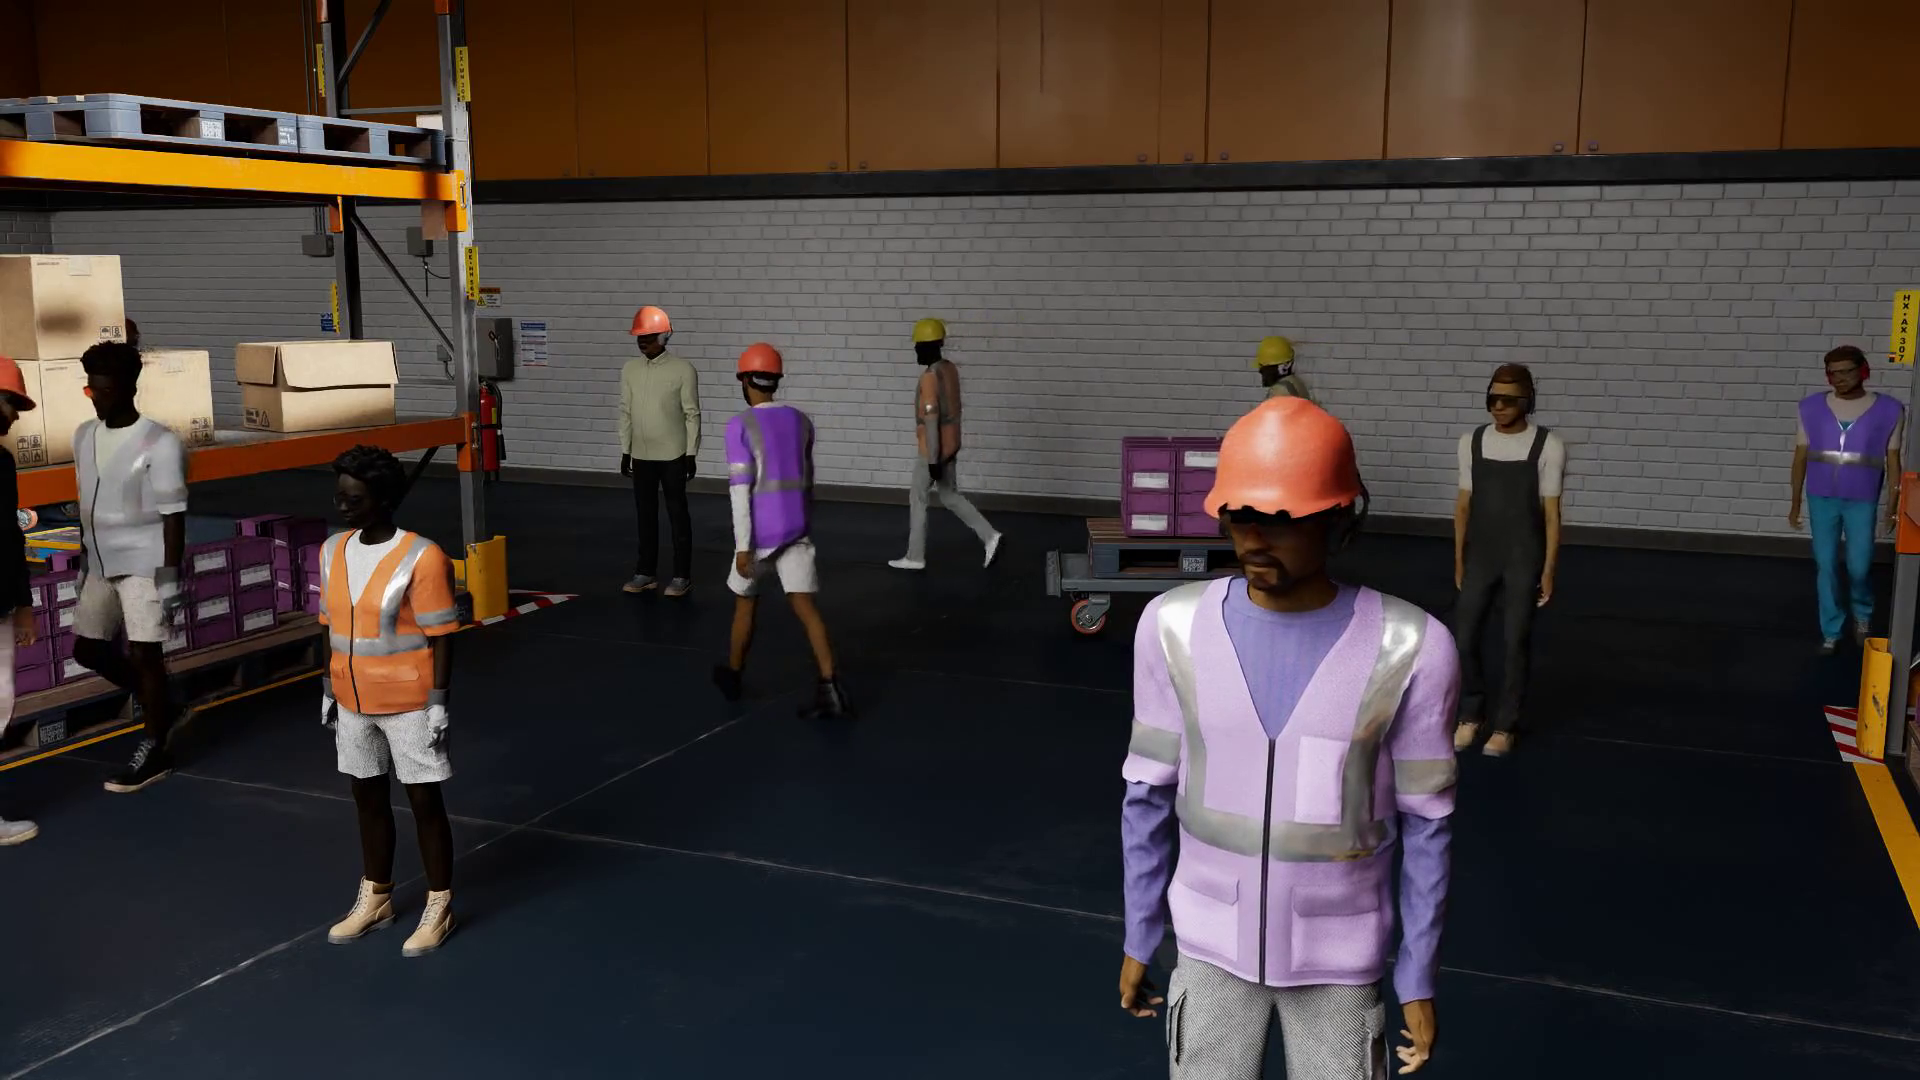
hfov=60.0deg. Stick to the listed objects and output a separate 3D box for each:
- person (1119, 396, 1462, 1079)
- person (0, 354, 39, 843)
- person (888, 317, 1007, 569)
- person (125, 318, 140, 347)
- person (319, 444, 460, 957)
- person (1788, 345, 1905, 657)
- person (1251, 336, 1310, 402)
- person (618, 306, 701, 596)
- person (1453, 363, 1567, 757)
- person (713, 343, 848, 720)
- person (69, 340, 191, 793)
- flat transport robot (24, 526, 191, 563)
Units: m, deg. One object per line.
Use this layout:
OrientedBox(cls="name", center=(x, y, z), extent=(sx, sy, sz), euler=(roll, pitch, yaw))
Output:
OrientedBox(cls="person", center=(0.584, 0.752, 3.085), extent=(0.614, 2.039, 0.391), euler=(4, 10, 22))
OrientedBox(cls="person", center=(-3.810, 0.270, 6.303), extent=(0.497, 1.943, 0.761), euler=(1, 9, 4))
OrientedBox(cls="person", center=(-0.108, -0.697, 12.308), extent=(0.833, 1.902, 0.604), euler=(4, 10, 21))
OrientedBox(cls="person", center=(-6.997, -0.960, 14.118), extent=(0.575, 1.846, 0.938), euler=(1, 9, 4))
OrientedBox(cls="person", center=(-1.893, 0.526, 5.487), extent=(0.540, 1.697, 0.317), euler=(4, 10, 22))
OrientedBox(cls="person", center=(5.133, -0.220, 9.665), extent=(0.572, 1.818, 0.444), euler=(7, 12, 36))
OrientedBox(cls="person", center=(2.125, -0.479, 11.267), extent=(0.581, 1.796, 0.651), euler=(5, 11, 27))
OrientedBox(cls="person", center=(-2.087, -0.606, 11.459), extent=(0.622, 1.990, 0.396), euler=(4, 10, 22))
OrientedBox(cls="person", center=(2.487, 0.111, 7.625), extent=(0.506, 1.829, 0.485), euler=(6, 11, 31))
OrientedBox(cls="person", center=(-0.944, -0.045, 8.413), extent=(0.586, 1.874, 1.021), euler=(-8, 12, -40))
OrientedBox(cls="person", center=(-3.602, 0.107, 7.238), extent=(0.640, 1.954, 0.454), euler=(4, 10, 22))
OrientedBox(cls="flat transport robot", center=(-6.591, 0.058, 12.639), extent=(1.431, 0.197, 0.652), euler=(4, 10, 22))
